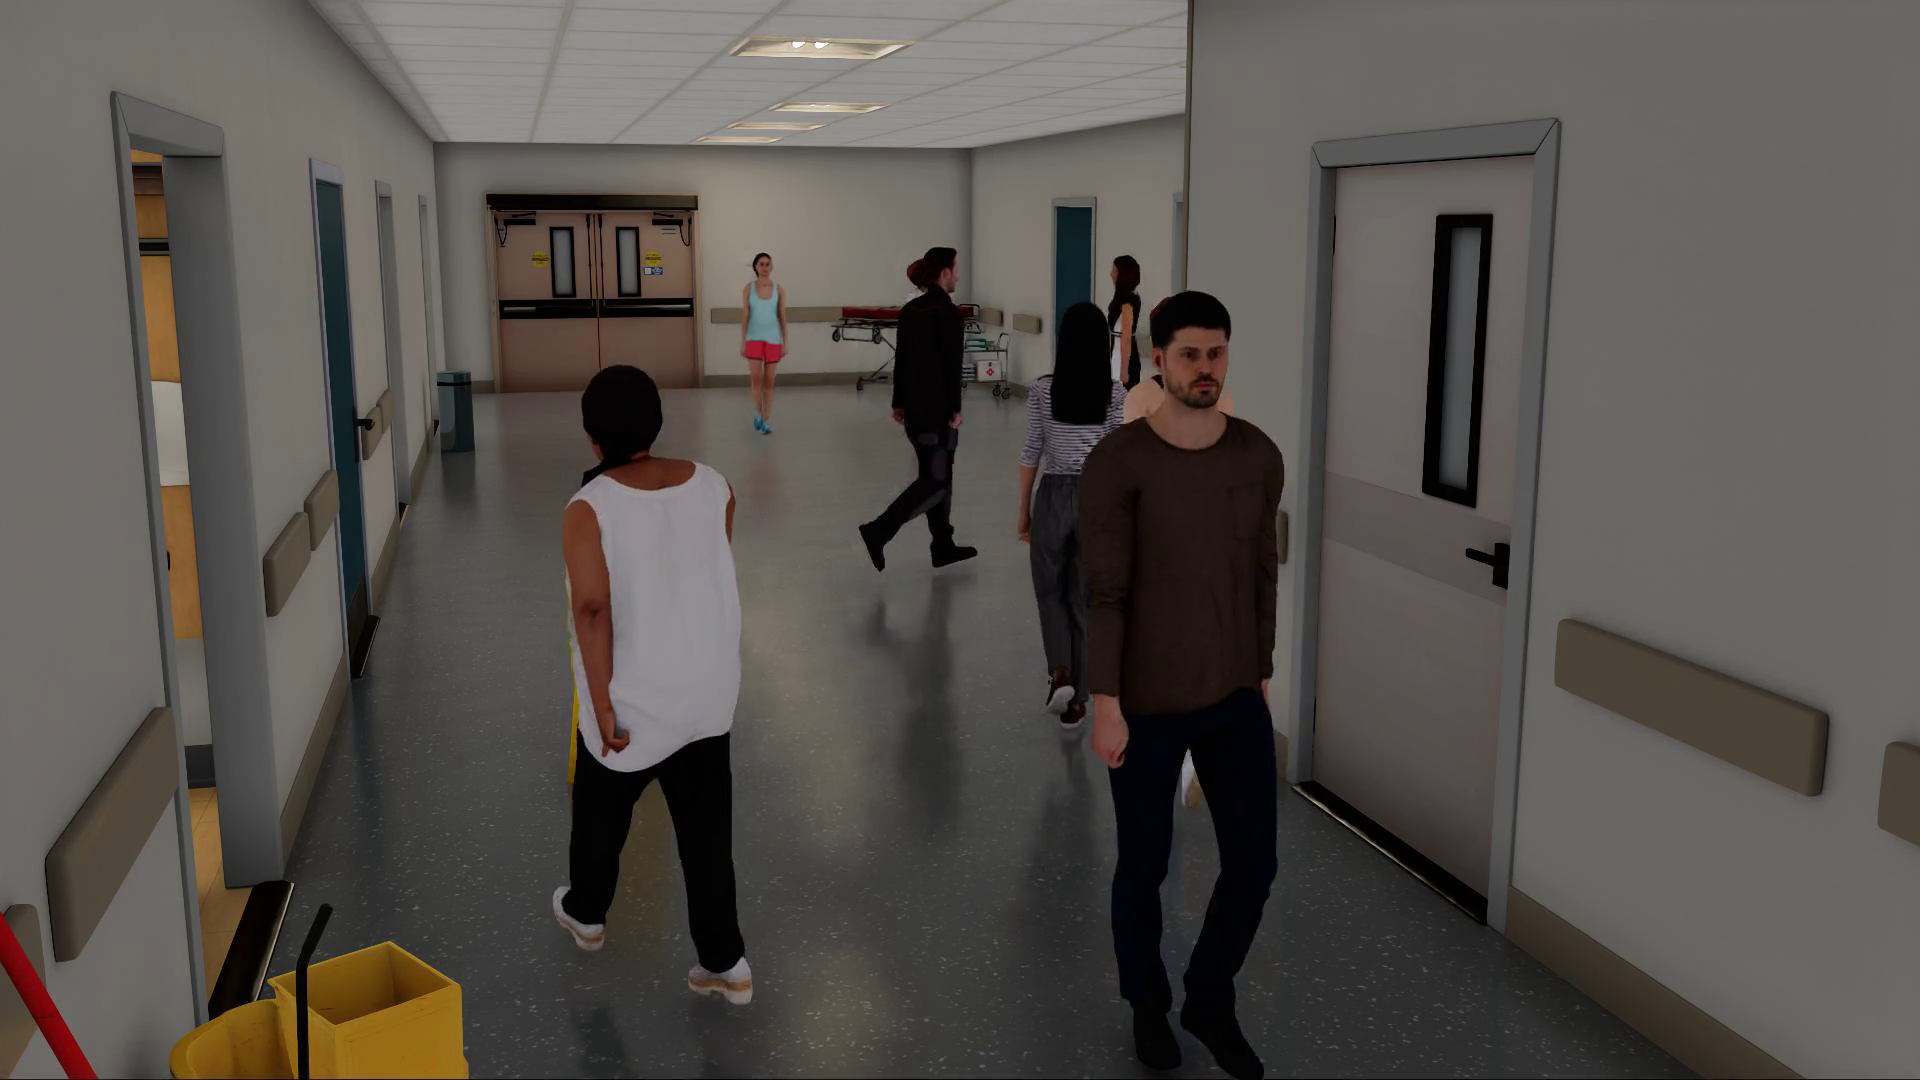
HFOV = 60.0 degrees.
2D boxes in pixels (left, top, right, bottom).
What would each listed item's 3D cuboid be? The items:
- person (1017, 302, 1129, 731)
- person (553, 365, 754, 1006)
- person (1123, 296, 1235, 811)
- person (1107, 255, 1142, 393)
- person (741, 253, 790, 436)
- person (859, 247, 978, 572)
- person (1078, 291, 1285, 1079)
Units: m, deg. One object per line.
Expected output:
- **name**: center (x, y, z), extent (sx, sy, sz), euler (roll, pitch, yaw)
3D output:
- **person**: center (0.442, -0.067, 6.603), extent (0.760, 1.722, 0.815), euler (2, 11, 10)
- **person**: center (-0.765, 0.407, 4.307), extent (0.918, 1.648, 1.183), euler (-8, 13, -36)
- **person**: center (0.767, 0.064, 5.812), extent (0.645, 1.760, 1.155), euler (-2, 11, -8)
- **person**: center (1.361, -1.312, 13.024), extent (1.009, 1.775, 1.085), euler (3, 11, 14)
- **person**: center (-1.924, -1.908, 16.203), extent (0.598, 1.759, 0.613), euler (-3, 11, -13)
- **person**: center (-0.242, -0.704, 9.546), extent (1.039, 1.877, 1.205), euler (-8, 13, -36)
- **person**: center (0.512, 0.346, 4.018), extent (0.651, 1.874, 0.624), euler (-3, 11, -13)
